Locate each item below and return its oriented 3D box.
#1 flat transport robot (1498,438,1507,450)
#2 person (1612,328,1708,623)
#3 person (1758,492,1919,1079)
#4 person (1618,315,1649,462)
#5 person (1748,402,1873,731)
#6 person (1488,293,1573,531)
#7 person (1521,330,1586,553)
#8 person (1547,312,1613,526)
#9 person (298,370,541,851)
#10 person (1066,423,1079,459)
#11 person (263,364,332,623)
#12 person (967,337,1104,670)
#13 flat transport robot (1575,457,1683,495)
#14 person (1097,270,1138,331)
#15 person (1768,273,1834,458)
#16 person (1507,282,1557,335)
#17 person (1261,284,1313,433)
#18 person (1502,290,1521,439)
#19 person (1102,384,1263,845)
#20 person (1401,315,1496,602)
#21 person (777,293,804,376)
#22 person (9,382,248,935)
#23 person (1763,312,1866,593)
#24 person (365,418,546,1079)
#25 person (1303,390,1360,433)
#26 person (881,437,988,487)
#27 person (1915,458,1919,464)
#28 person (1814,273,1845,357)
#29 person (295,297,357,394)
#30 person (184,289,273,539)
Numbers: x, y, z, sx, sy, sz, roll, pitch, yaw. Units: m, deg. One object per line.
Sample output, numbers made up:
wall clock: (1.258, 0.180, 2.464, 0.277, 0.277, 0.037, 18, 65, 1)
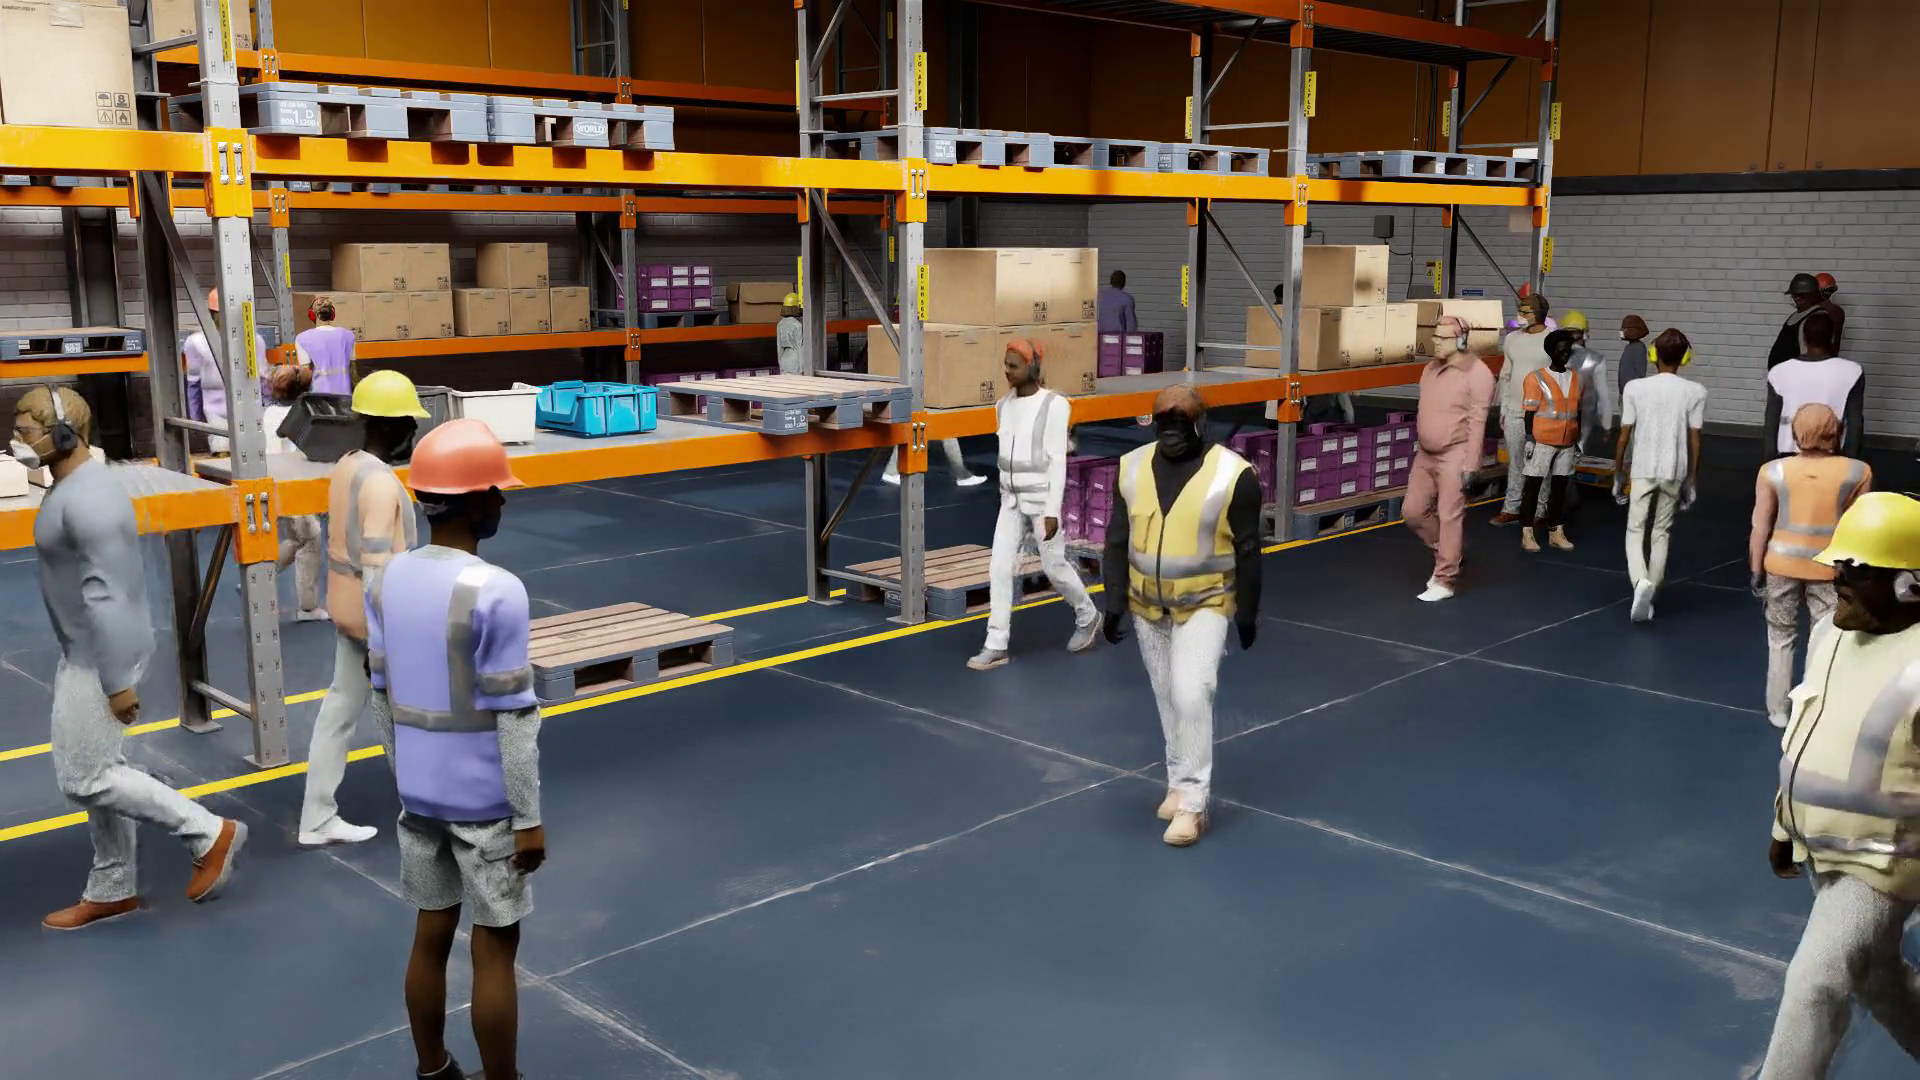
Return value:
flat transport robot: (5.741, -0.893, 17.342, 0.652, 0.197, 1.431, -3, 11, -14)
person: (4.297, -0.376, 10.237, 0.501, 1.847, 0.707, 3, 11, 17)
person: (2.325, 0.758, 4.193, 0.902, 1.796, 0.603, 0, 10, -2)
person: (6.570, -1.387, 16.322, 0.265, 1.631, 0.508, 1, 10, 7)
person: (4.021, 0.158, 7.905, 0.521, 1.618, 0.545, 6, 12, 28)
person: (4.674, -1.040, 13.602, 0.376, 1.937, 0.629, -7, 13, -34)
person: (4.519, -0.751, 12.680, 0.536, 1.697, 0.318, -3, 11, -16)
person: (5.151, -1.021, 13.971, 0.616, 1.769, 0.983, 9, 14, 40)
person: (-2.212, 0.270, 6.596, 0.973, 1.875, 0.612, -7, 13, -34)
person: (0.751, -1.078, 13.874, 0.583, 1.921, 0.543, -10, 14, -43)
person: (-4.159, -0.271, 10.258, 0.505, 1.625, 0.456, 9, 14, 42)
person: (0.451, -0.221, 9.375, 0.906, 1.853, 0.575, -10, 14, -43)
flat transport robot: (6.149, -0.638, 15.951, 0.652, 0.197, 1.431, -5, 12, -27)
person: (2.278, -2.857, 23.569, 0.663, 1.907, 0.850, 9, 14, 41)
person: (8.327, -1.633, 16.551, 0.536, 2.000, 0.684, 1, 10, 5)
person: (5.723, -1.631, 16.820, 0.551, 1.937, 0.357, -3, 11, -16)
person: (3.113, -1.475, 15.896, 0.366, 1.962, 0.614, -10, 14, -43)
person: (6.527, -1.989, 19.064, 0.564, 1.830, 0.558, 4, 11, 19)
person: (0.841, 0.291, 6.666, 0.625, 1.815, 0.722, 7, 12, 33)
person: (3.201, -0.533, 10.953, 0.432, 1.890, 0.658, -5, 12, -26)
person: (-1.934, -2.000, 19.362, 0.294, 1.744, 0.485, -9, 14, -41)
person: (-2.902, 0.410, 5.741, 0.564, 1.925, 0.639, -6, 12, -30)
person: (5.689, -0.572, 11.144, 0.598, 1.903, 0.715, 9, 14, 40)
person: (-1.291, 0.648, 4.389, 0.547, 1.938, 0.379, 7, 12, 32)
person: (3.901, -1.661, 17.465, 1.017, 1.781, 0.573, 0, 10, 0)
person: (-0.283, -1.421, 15.862, 1.014, 1.877, 0.604, -2, 11, -11)
person: (10.486, -1.682, 17.315, 0.659, 1.867, 0.670, -10, 15, -44)
person: (9.424, -1.930, 18.295, 0.611, 1.995, 0.380, -6, 12, -30)
person: (-5.780, -1.298, 15.247, 0.395, 1.847, 0.564, 10, 14, 42)
person: (-5.900, -1.045, 13.487, 0.627, 1.997, 0.955, -6, 12, -29)
